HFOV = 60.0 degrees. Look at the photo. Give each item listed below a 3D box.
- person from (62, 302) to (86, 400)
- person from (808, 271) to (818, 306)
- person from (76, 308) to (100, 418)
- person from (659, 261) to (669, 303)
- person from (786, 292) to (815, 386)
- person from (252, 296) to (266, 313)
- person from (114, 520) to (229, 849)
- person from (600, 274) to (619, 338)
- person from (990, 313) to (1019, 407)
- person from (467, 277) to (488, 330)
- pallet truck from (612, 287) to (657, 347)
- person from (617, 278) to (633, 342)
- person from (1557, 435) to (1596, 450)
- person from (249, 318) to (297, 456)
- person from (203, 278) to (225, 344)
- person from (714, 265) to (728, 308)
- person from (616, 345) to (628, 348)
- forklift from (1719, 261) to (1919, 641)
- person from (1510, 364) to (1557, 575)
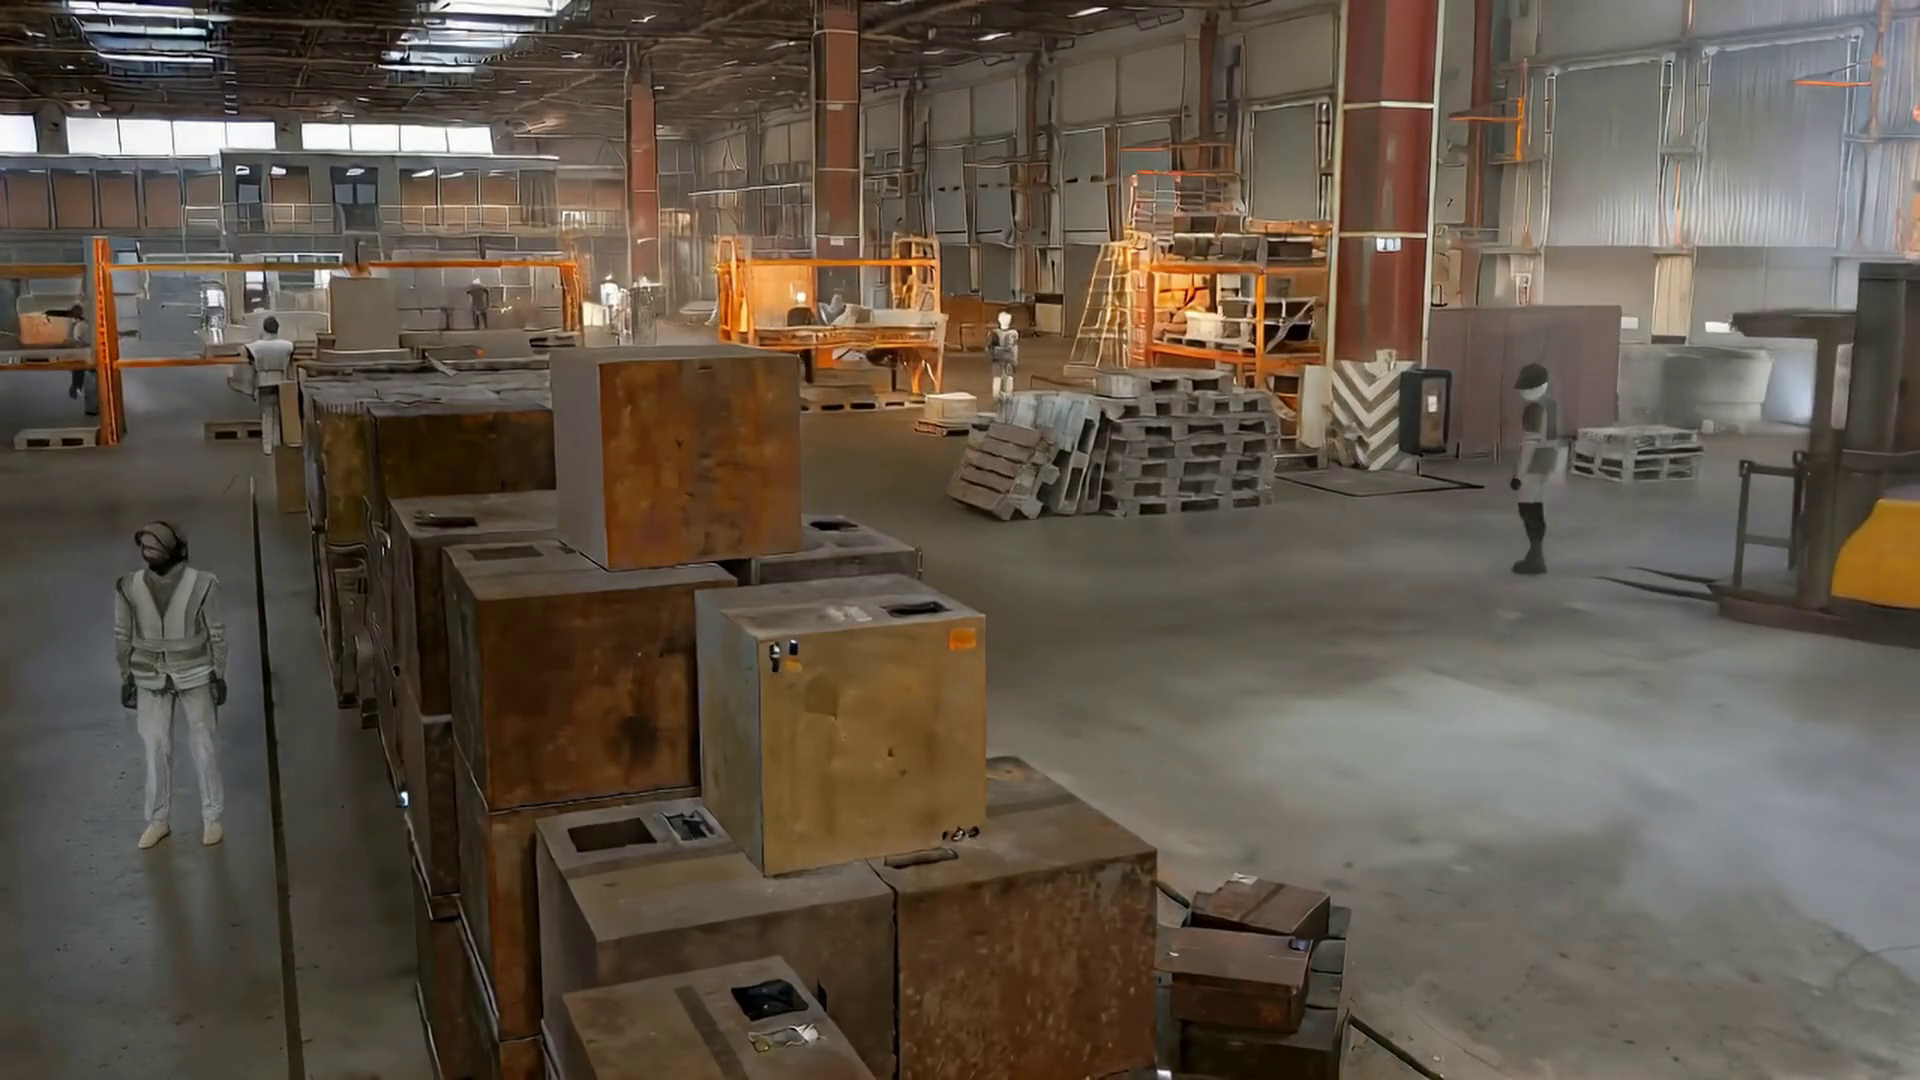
[{"bbox_3d":[-16.326,-3.464,30.689,0.517,1.826,0.652,1,10,7],"label":"person"},{"bbox_3d":[-5.304,-9.164,62.208,0.971,1.787,0.627,7,12,33],"label":"person"},{"bbox_3d":[-14.631,-2.967,27.976,0.706,1.820,0.399,9,14,41],"label":"person"},{"bbox_3d":[-13.223,-11.385,73.916,0.614,1.984,0.409,-3,11,-18],"label":"person"},{"bbox_3d":[-3.218,-4.050,33.663,0.585,1.917,0.382,-2,10,-11],"label":"person"},{"bbox_3d":[-15.903,-4.735,38.080,0.848,1.692,0.506,-2,10,-9],"label":"person"},{"bbox_3d":[-3.877,0.708,8.214,0.516,1.636,0.314,-2,10,-10],"label":"person"},{"bbox_3d":[-10.540,-7.036,50.040,0.615,1.943,0.403,-8,13,-36],"label":"person"},{"bbox_3d":[0.784,-3.193,29.559,0.533,1.692,0.319,2,10,9],"label":"person"},{"bbox_3d":[-13.566,-6.461,46.973,0.655,1.904,0.831,2,10,8],"label":"person"},{"bbox_3d":[-6.464,-4.406,35.401,0.823,1.965,1.885,6,12,32],"label":"pallet truck"},{"bbox_3d":[-9.713,-6.661,48.267,0.627,1.843,0.429,6,12,31],"label":"person"},{"bbox_3d":[8.668,-2.202,23.526,0.639,1.913,0.556,1,10,6],"label":"person"},{"bbox_3d":[-9.465,-2.100,22.952,0.591,1.910,0.406,-5,11,-26],"label":"person"},{"bbox_3d":[-20.110,-6.082,44.842,0.547,1.927,0.388,-6,12,-29],"label":"person"},{"bbox_3d":[-10.247,-10.889,71.379,0.623,1.901,0.750,-2,11,-13],"label":"person"},{"bbox_3d":[-3.495,-1.201,18.166,0.577,1.851,0.612,4,11,23],"label":"person"},{"bbox_3d":[7.054,-0.711,12.605,1.129,2.768,1.873,-9,13,-40],"label":"forklift"},{"bbox_3d":[5.157,-0.628,14.882,0.396,1.894,0.648,9,14,40],"label":"person"}]
